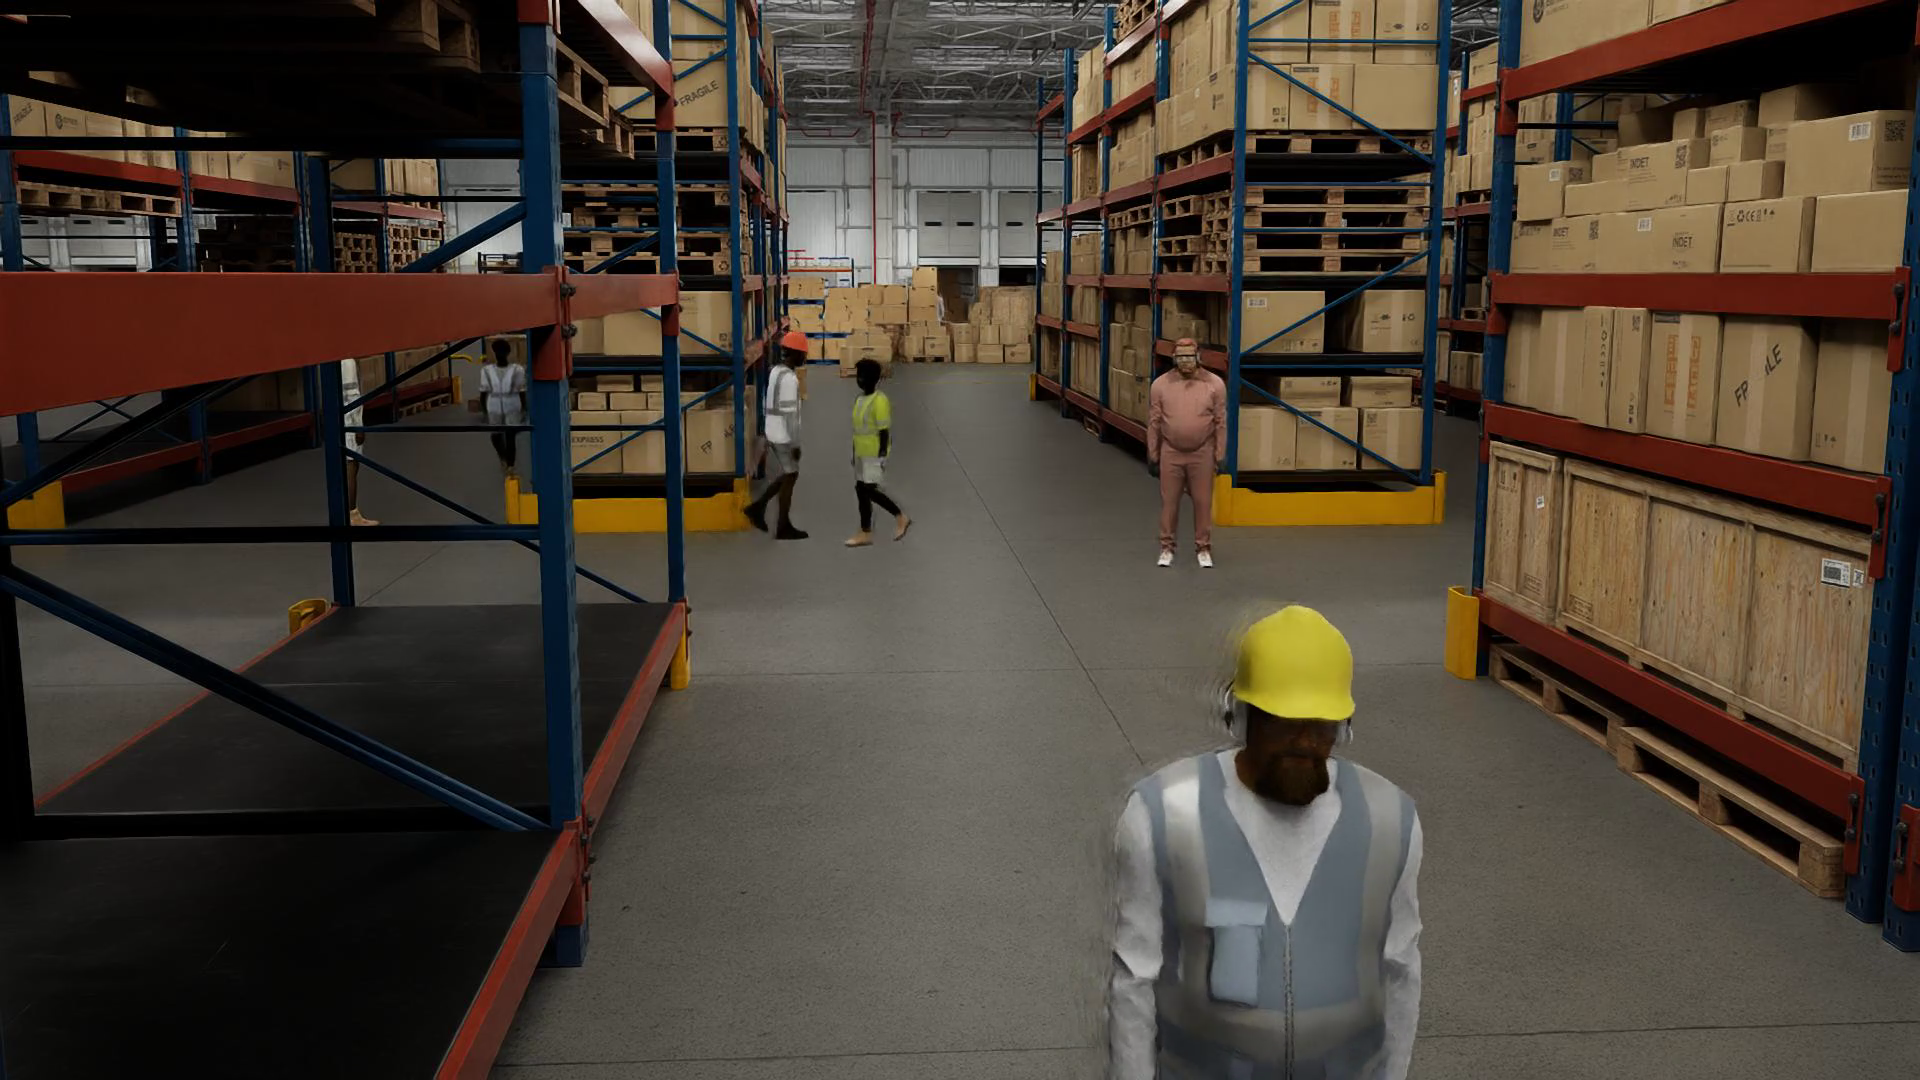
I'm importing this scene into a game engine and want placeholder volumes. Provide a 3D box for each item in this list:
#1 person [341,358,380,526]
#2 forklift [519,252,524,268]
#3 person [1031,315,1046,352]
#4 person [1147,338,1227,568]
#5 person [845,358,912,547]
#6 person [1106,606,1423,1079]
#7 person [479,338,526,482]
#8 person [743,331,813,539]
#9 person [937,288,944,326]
[{"bbox_3d":[-5.784,-1.109,15.715,0.370,2.044,0.608,-8,12,-42],"label":"person"},{"bbox_3d":[-7.637,-3.940,30.867,1.129,2.768,1.873,-1,9,-4],"label":"forklift"},{"bbox_3d":[1.796,-4.111,34.997,0.654,1.901,0.896,4,10,24],"label":"person"},{"bbox_3d":[1.857,-0.707,13.675,0.643,1.899,0.396,2,9,10],"label":"person"},{"bbox_3d":[-0.756,-0.769,14.693,0.489,1.682,0.542,-5,10,-27],"label":"person"},{"bbox_3d":[0.575,0.999,3.181,0.602,1.817,0.672,0,9,0],"label":"person"},{"bbox_3d":[-5.361,-1.539,19.579,0.537,1.678,0.653,-1,9,-5],"label":"person"},{"bbox_3d":[-1.597,-0.934,15.056,0.573,1.906,0.585,-3,10,-19],"label":"person"},{"bbox_3d":[-0.818,-7.975,59.169,0.627,1.936,0.375,7,12,38],"label":"person"}]
